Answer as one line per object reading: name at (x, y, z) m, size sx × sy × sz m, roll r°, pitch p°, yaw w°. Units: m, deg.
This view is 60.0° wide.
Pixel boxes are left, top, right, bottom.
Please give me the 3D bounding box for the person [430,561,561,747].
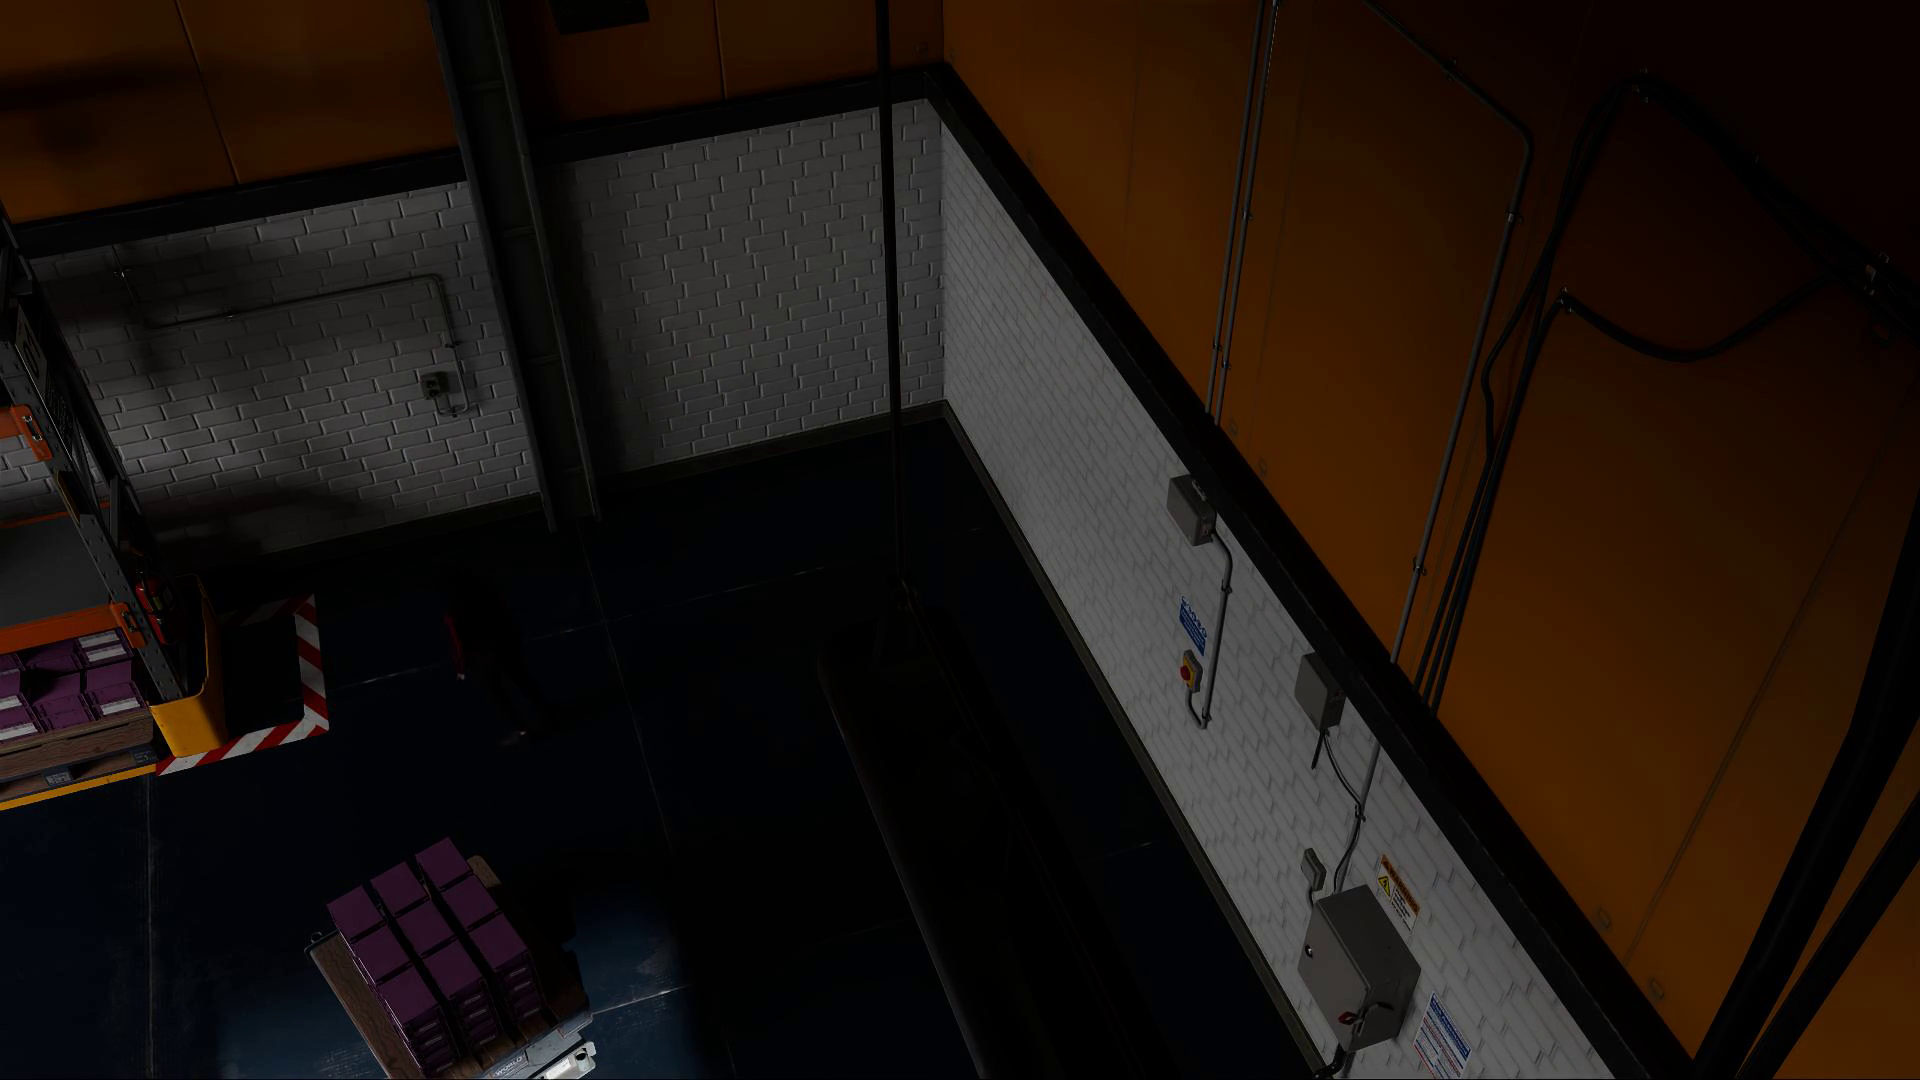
person at (-2.817, 0.690, 10.246) m, size 0.888 × 1.625 × 0.806 m, roll 30°, pitch 51°, yaw 28°
